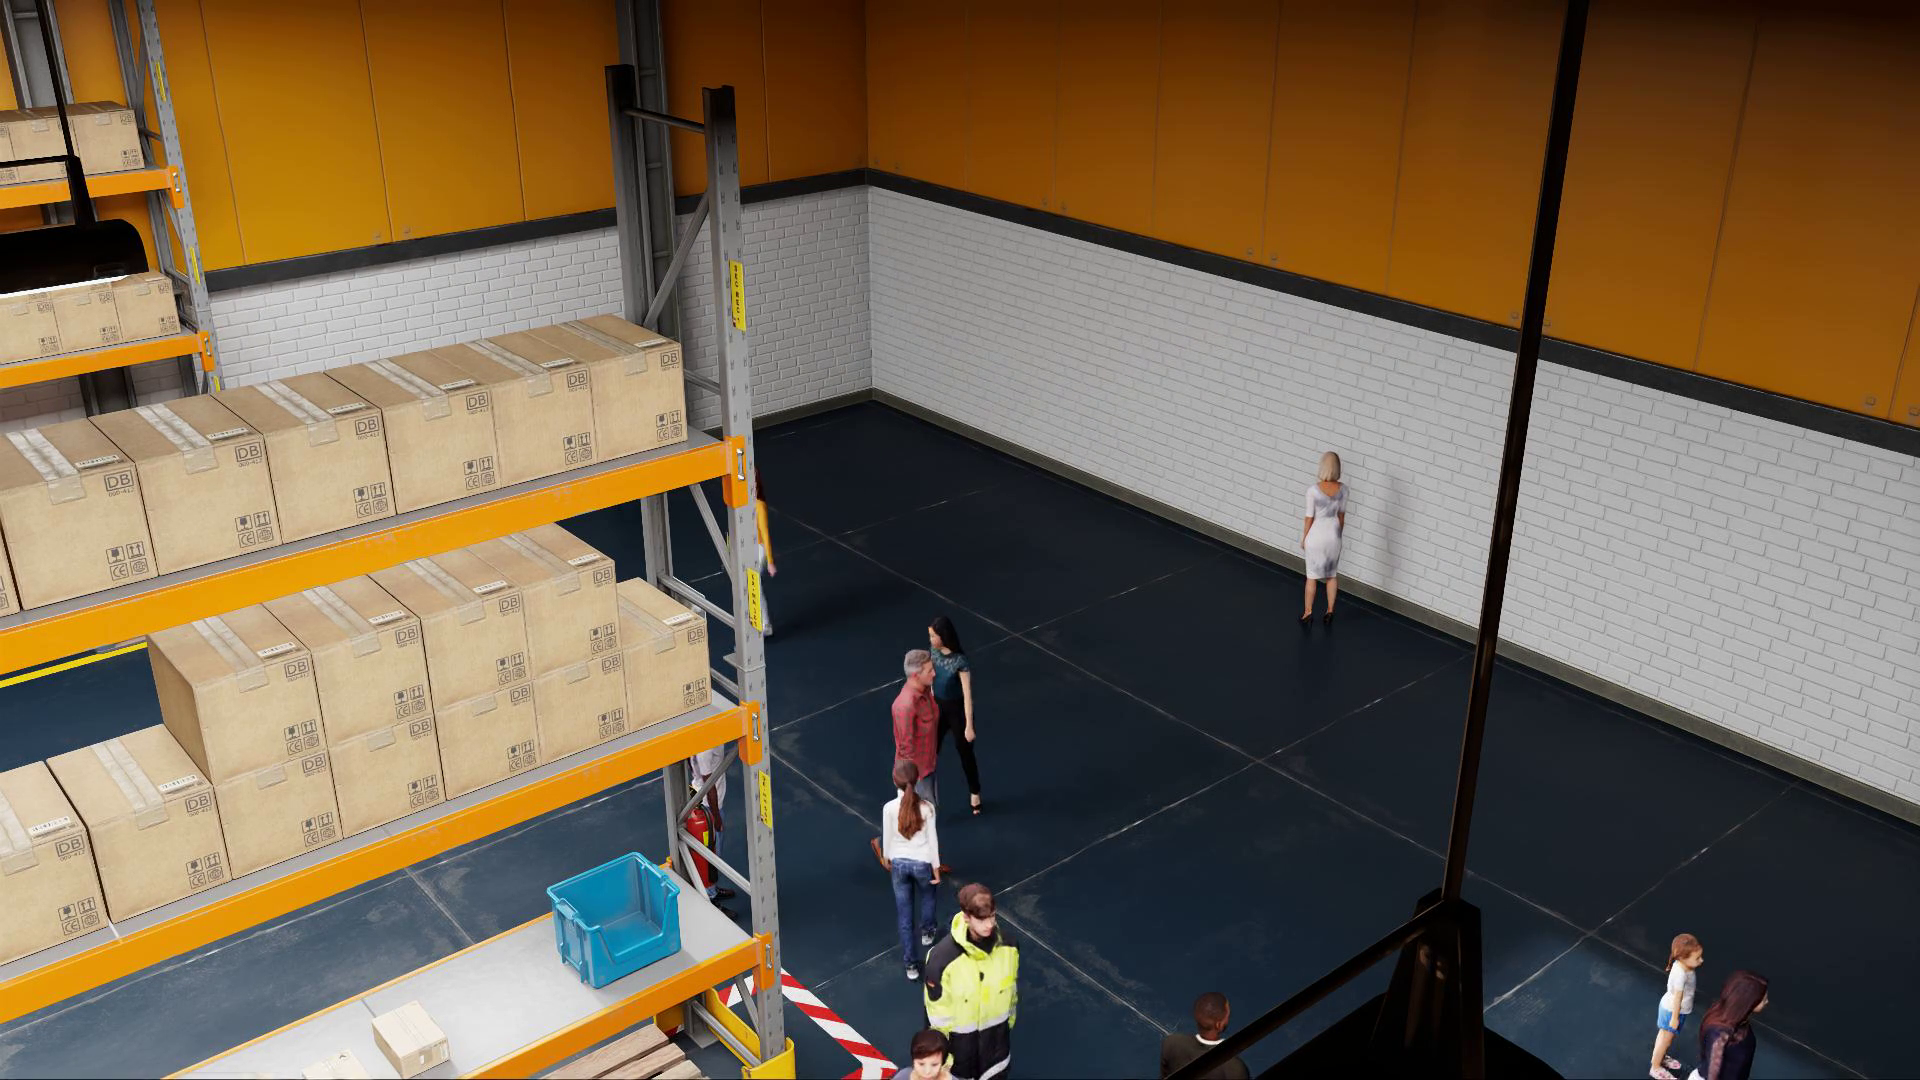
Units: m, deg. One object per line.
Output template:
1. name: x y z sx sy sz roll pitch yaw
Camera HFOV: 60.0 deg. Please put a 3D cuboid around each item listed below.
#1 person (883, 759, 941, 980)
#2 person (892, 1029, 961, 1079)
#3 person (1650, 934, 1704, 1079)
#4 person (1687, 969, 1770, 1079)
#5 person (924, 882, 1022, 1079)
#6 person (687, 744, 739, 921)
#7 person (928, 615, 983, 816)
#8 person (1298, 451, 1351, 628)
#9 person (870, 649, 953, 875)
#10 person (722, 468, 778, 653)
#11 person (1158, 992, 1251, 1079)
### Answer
1. person: -0.328 2.190 10.911 0.862 1.532 0.894 0 24 -1
2. person: -0.169 3.148 8.697 0.856 1.550 0.952 4 24 9
3. person: 4.348 2.822 10.107 0.524 1.019 0.418 14 27 28
4. person: 4.010 3.002 9.034 1.049 1.548 0.754 -21 31 -39
5. person: 0.006 2.700 9.216 0.997 1.956 0.923 -14 27 -28
6. person: -1.734 1.822 11.519 0.684 1.720 0.667 -4 24 -8
7. person: -0.020 1.328 12.665 0.757 1.706 0.924 15 28 30
8. person: 3.431 -0.009 15.667 0.599 1.752 0.700 -3 24 -8
9. person: -0.381 1.612 11.877 0.989 1.818 0.938 6 24 13
10. person: -1.854 0.139 15.352 0.703 1.732 0.844 19 30 37
11. person: 1.238 3.086 8.525 0.720 1.801 0.673 14 27 30
